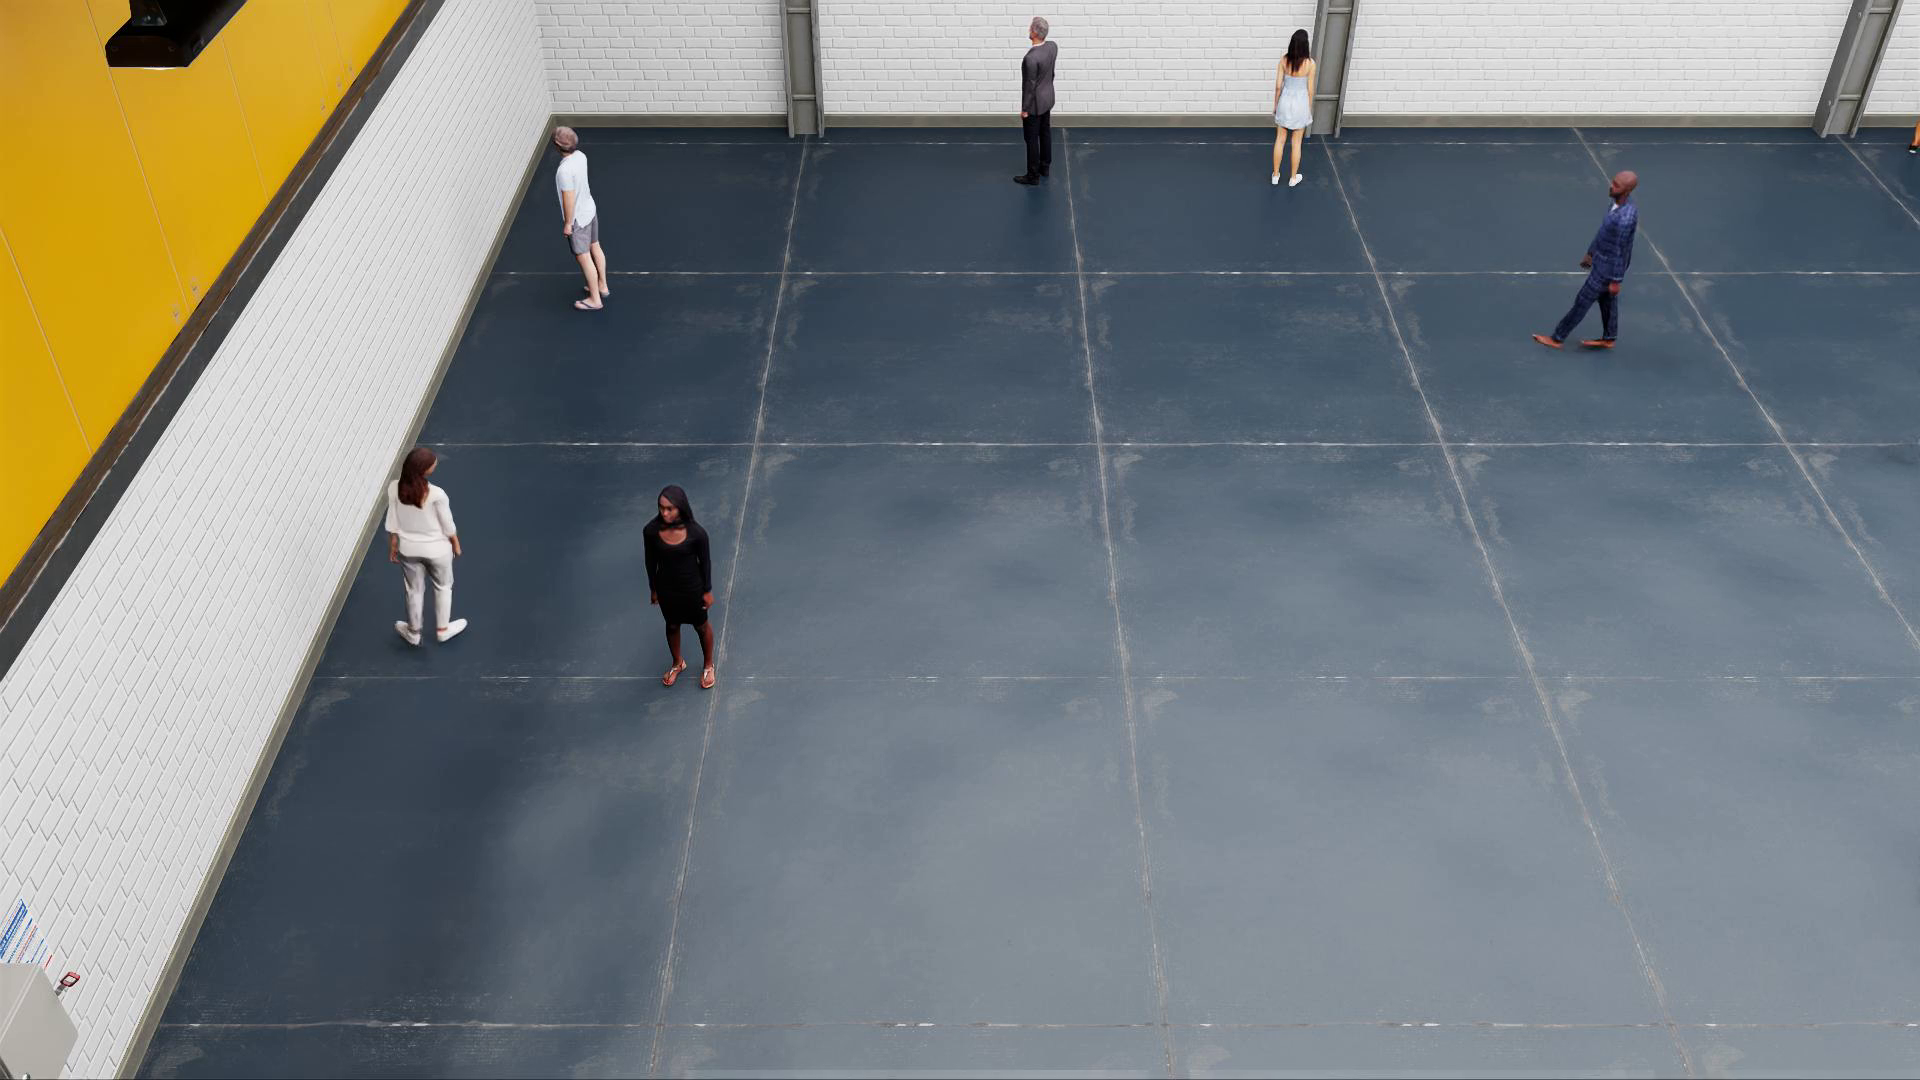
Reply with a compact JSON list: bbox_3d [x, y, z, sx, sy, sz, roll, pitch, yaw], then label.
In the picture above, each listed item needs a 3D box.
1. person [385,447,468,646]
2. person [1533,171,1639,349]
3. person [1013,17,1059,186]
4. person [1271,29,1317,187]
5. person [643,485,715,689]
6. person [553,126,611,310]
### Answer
[{"bbox_3d":[-3.919,0.076,12.042,0.547,1.659,0.836,-5,39,-6],"label":"person"},{"bbox_3d":[5.995,-2.507,15.172,1.067,1.788,0.813,7,39,8],"label":"person"},{"bbox_3d":[0.831,-4.750,17.937,0.813,1.842,0.814,22,43,25],"label":"person"},{"bbox_3d":[3.577,-4.656,17.911,0.588,1.729,0.719,14,41,17],"label":"person"},{"bbox_3d":[-1.947,0.335,11.669,0.474,1.720,0.697,5,39,6],"label":"person"},{"bbox_3d":[-3.619,-3.084,15.861,0.605,1.830,0.691,6,39,8],"label":"person"}]
